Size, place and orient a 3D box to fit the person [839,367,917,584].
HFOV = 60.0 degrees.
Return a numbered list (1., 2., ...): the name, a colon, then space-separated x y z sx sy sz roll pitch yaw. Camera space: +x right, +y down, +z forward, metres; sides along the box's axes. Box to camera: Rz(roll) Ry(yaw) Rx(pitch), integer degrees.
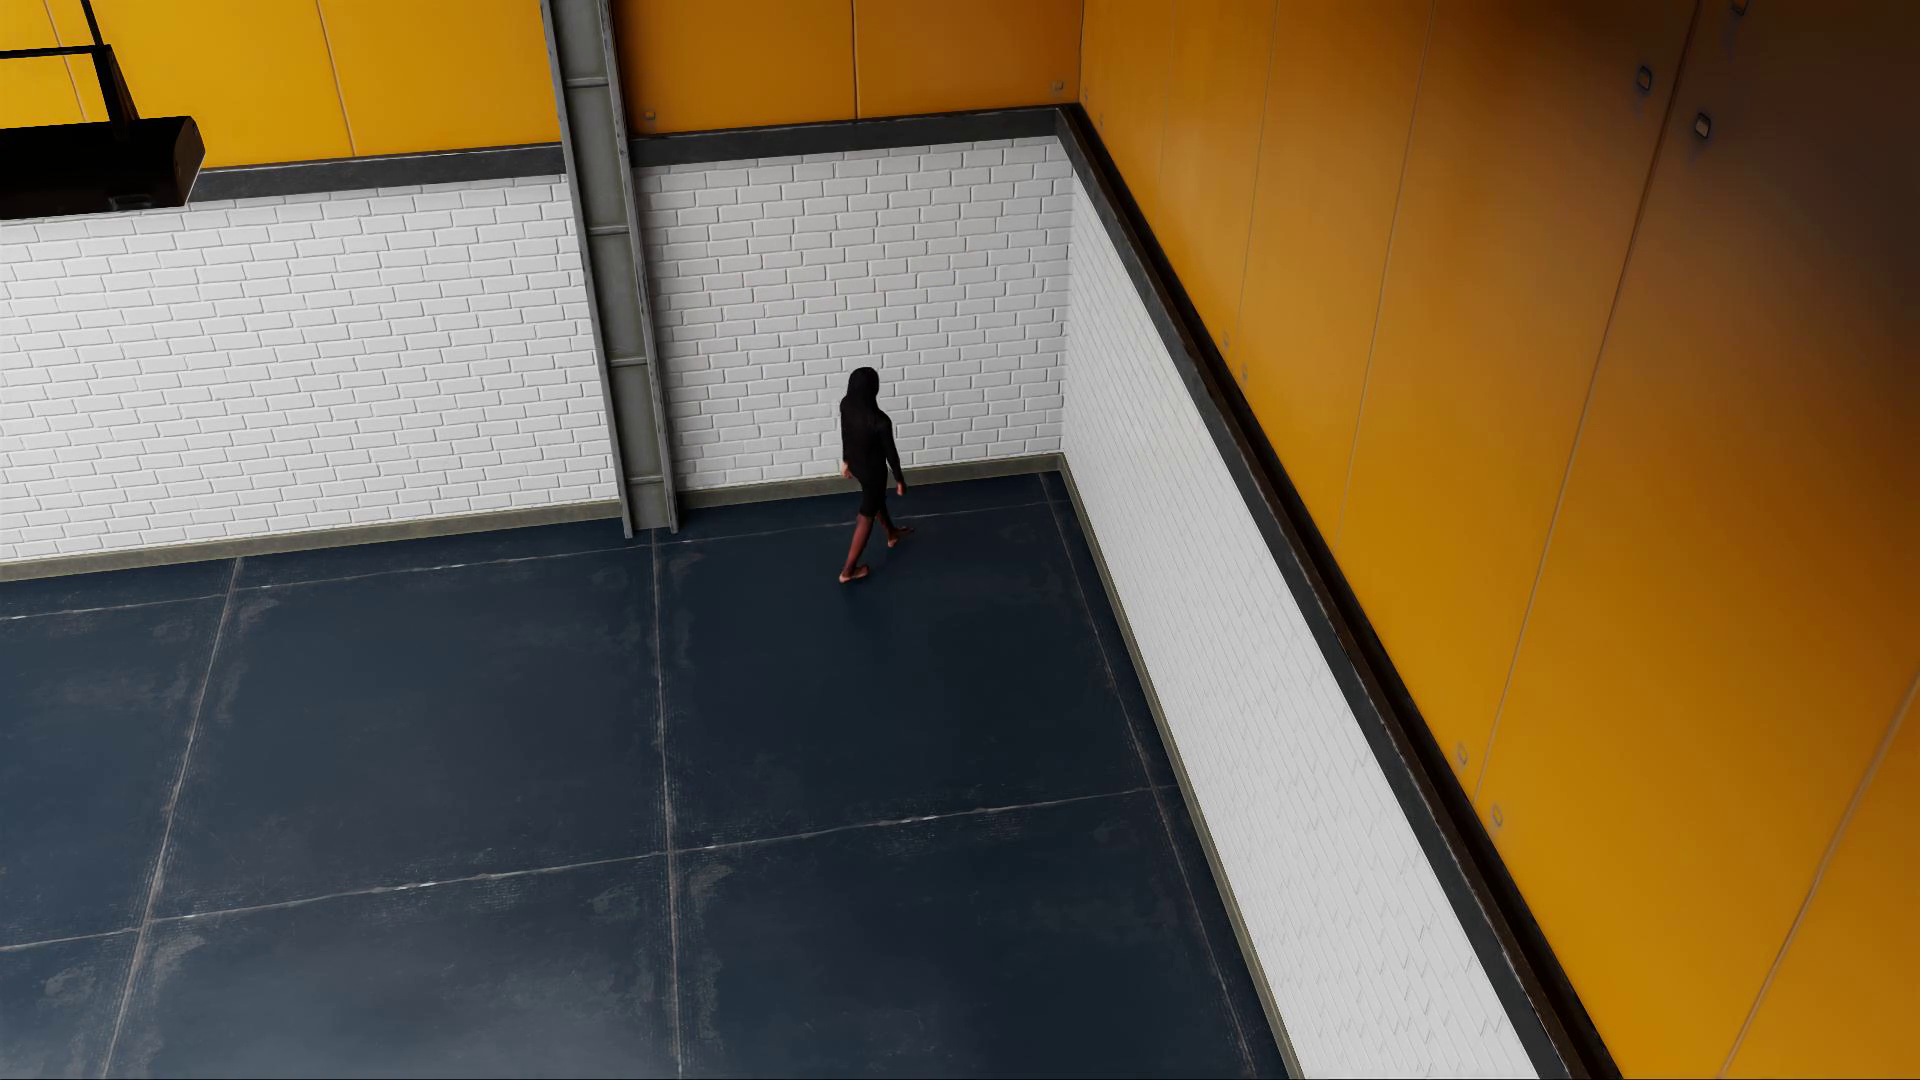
1. person: -0.677 -0.421 11.516 1.122 1.690 0.974 -31 48 -33
